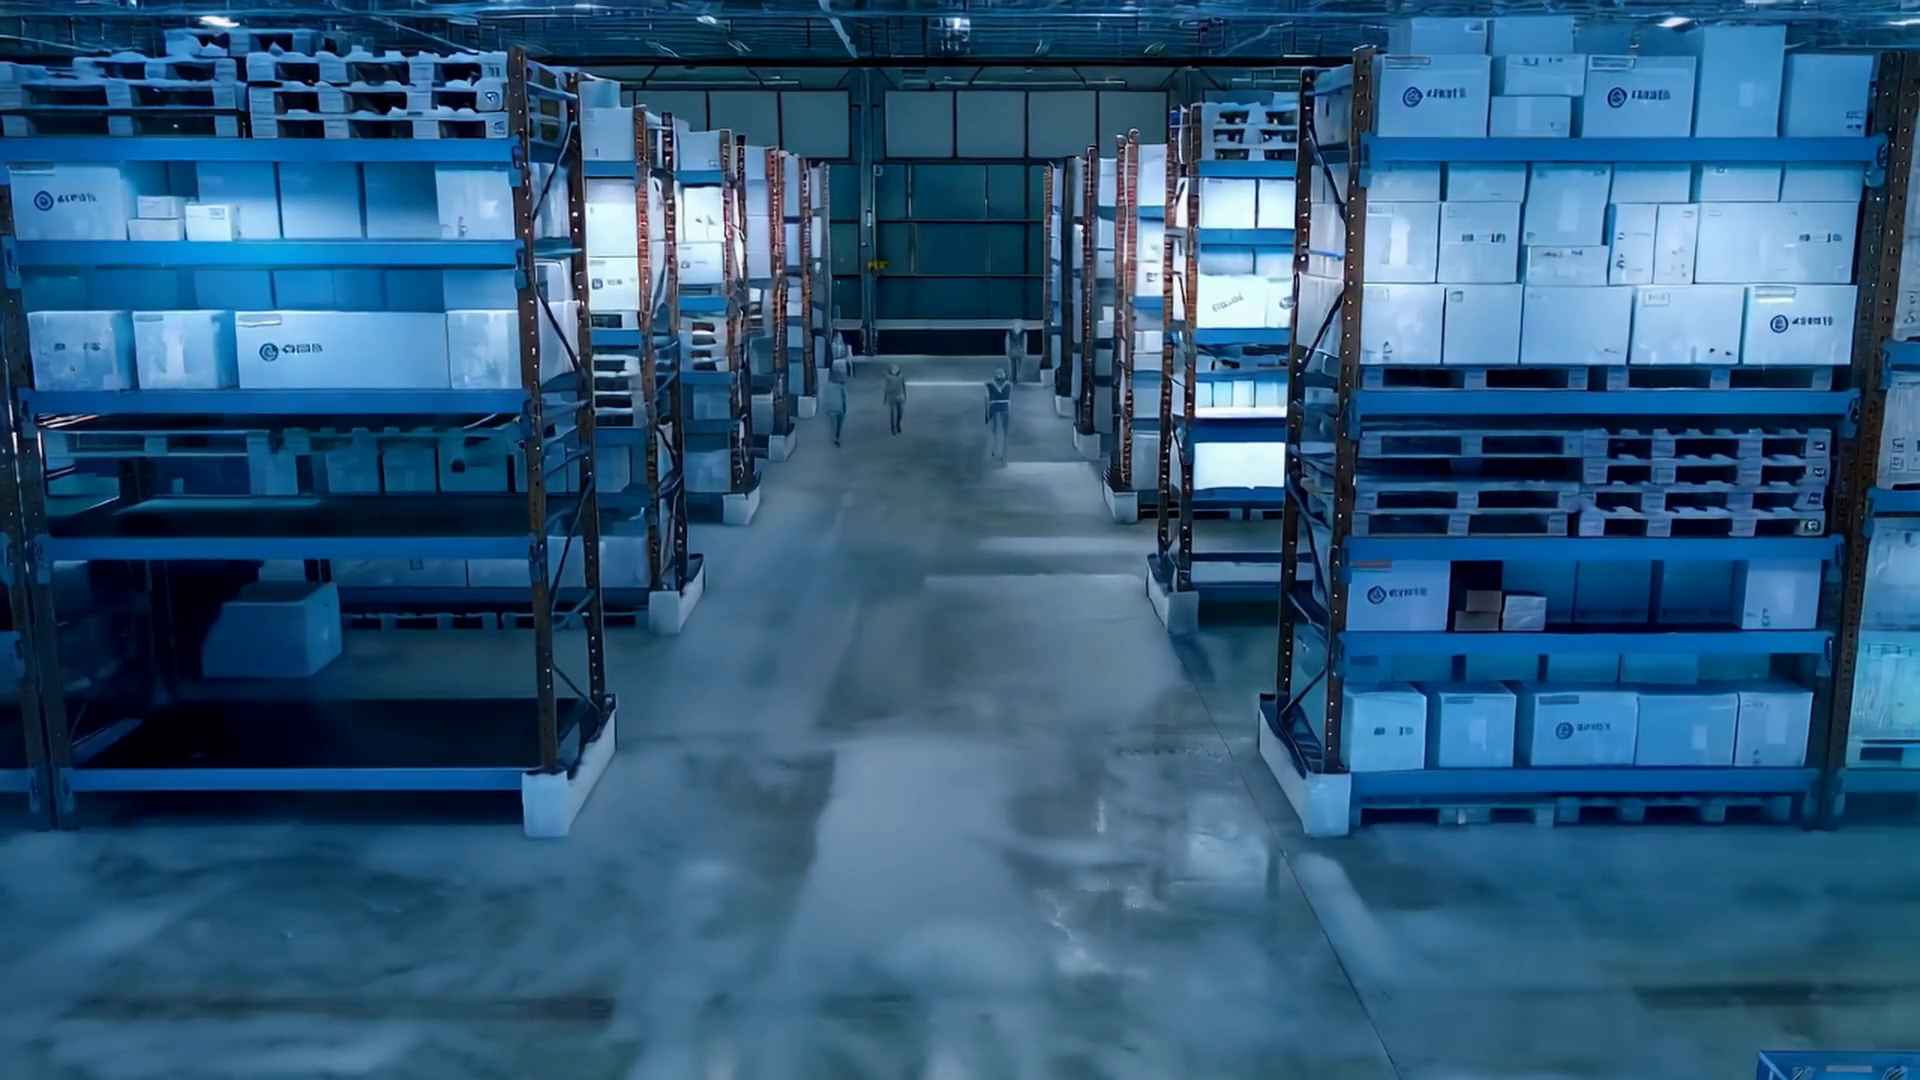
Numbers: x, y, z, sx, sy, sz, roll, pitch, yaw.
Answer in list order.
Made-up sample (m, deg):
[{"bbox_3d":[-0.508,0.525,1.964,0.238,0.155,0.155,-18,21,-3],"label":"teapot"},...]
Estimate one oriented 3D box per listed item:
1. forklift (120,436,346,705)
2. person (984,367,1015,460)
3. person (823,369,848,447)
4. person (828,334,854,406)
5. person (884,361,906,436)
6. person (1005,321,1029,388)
[{"bbox_3d":[-7.387,0.187,16.774,1.873,2.768,1.129,0,11,-1],"label":"forklift"},{"bbox_3d":[0.776,-2.477,32.619,0.587,1.823,0.671,-2,12,-12],"label":"person"},{"bbox_3d":[-2.559,-2.706,34.219,0.517,1.621,0.361,1,11,4],"label":"person"},{"bbox_3d":[-2.933,-4.169,40.963,0.631,1.850,0.971,-1,11,-7],"label":"person"},{"bbox_3d":[-1.403,-3.061,35.993,0.510,1.622,0.353,-3,12,-16],"label":"person"},{"bbox_3d":[1.555,-5.082,45.489,0.641,1.830,0.446,1,11,5],"label":"person"}]
